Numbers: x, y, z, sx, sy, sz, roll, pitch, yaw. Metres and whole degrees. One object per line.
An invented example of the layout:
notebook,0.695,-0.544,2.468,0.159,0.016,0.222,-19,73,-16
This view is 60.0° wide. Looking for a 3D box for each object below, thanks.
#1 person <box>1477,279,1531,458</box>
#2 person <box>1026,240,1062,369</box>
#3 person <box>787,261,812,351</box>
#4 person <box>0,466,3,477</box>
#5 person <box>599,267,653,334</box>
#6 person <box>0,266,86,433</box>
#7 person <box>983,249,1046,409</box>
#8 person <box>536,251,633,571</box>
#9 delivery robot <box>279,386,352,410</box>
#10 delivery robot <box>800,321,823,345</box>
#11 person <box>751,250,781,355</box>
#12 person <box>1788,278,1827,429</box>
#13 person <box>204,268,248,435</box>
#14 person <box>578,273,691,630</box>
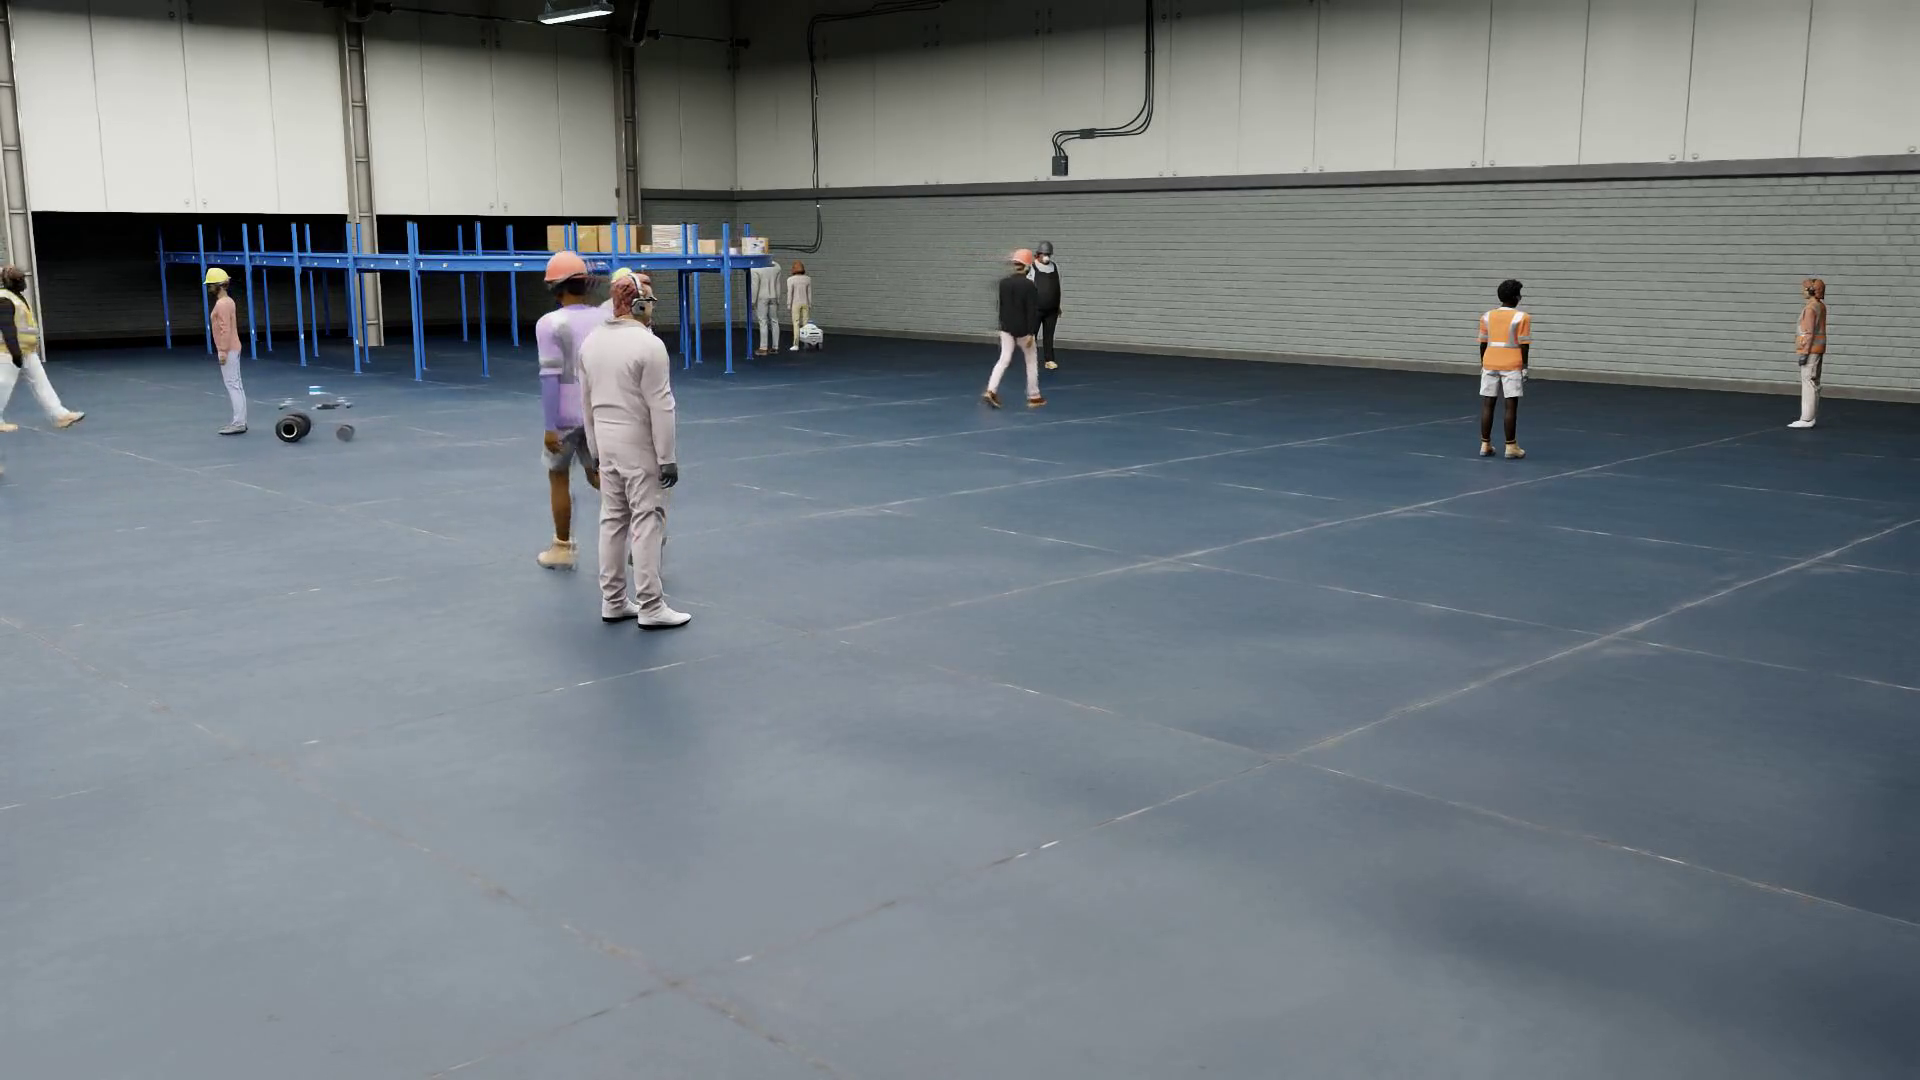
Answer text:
person,5.208,-1.643,15.932,0.321,1.694,0.535,-9,14,-40
person,1.334,-3.709,26.369,0.674,2.000,0.535,-4,11,-22
person,-2.961,-4.320,30.694,0.499,1.635,0.287,-6,12,-32
person,-8.698,-1.356,14.436,0.446,1.692,0.558,-2,11,-10
person,-3.331,-1.800,16.504,0.590,1.802,0.841,6,12,31
person,-10.085,-2.053,17.929,0.975,1.781,0.634,-3,11,-14
person,0.669,-2.596,20.441,0.615,1.958,0.982,8,13,36
person,-2.342,-0.792,10.427,0.834,2.021,0.615,7,13,35
delivery robot,-6.723,-1.485,17.332,0.698,0.223,0.335,-2,11,-11
delivery robot,-2.765,-3.797,30.648,0.477,0.478,0.707,-3,11,-17
person,-3.453,-4.259,29.537,0.629,1.937,0.378,-9,14,-41
person,9.346,-2.048,18.286,0.314,1.642,0.514,8,13,38
person,-7.860,-2.016,17.778,0.329,1.765,0.533,-3,11,-15
person,-1.751,-0.481,9.017,0.651,1.906,0.403,8,13,38
